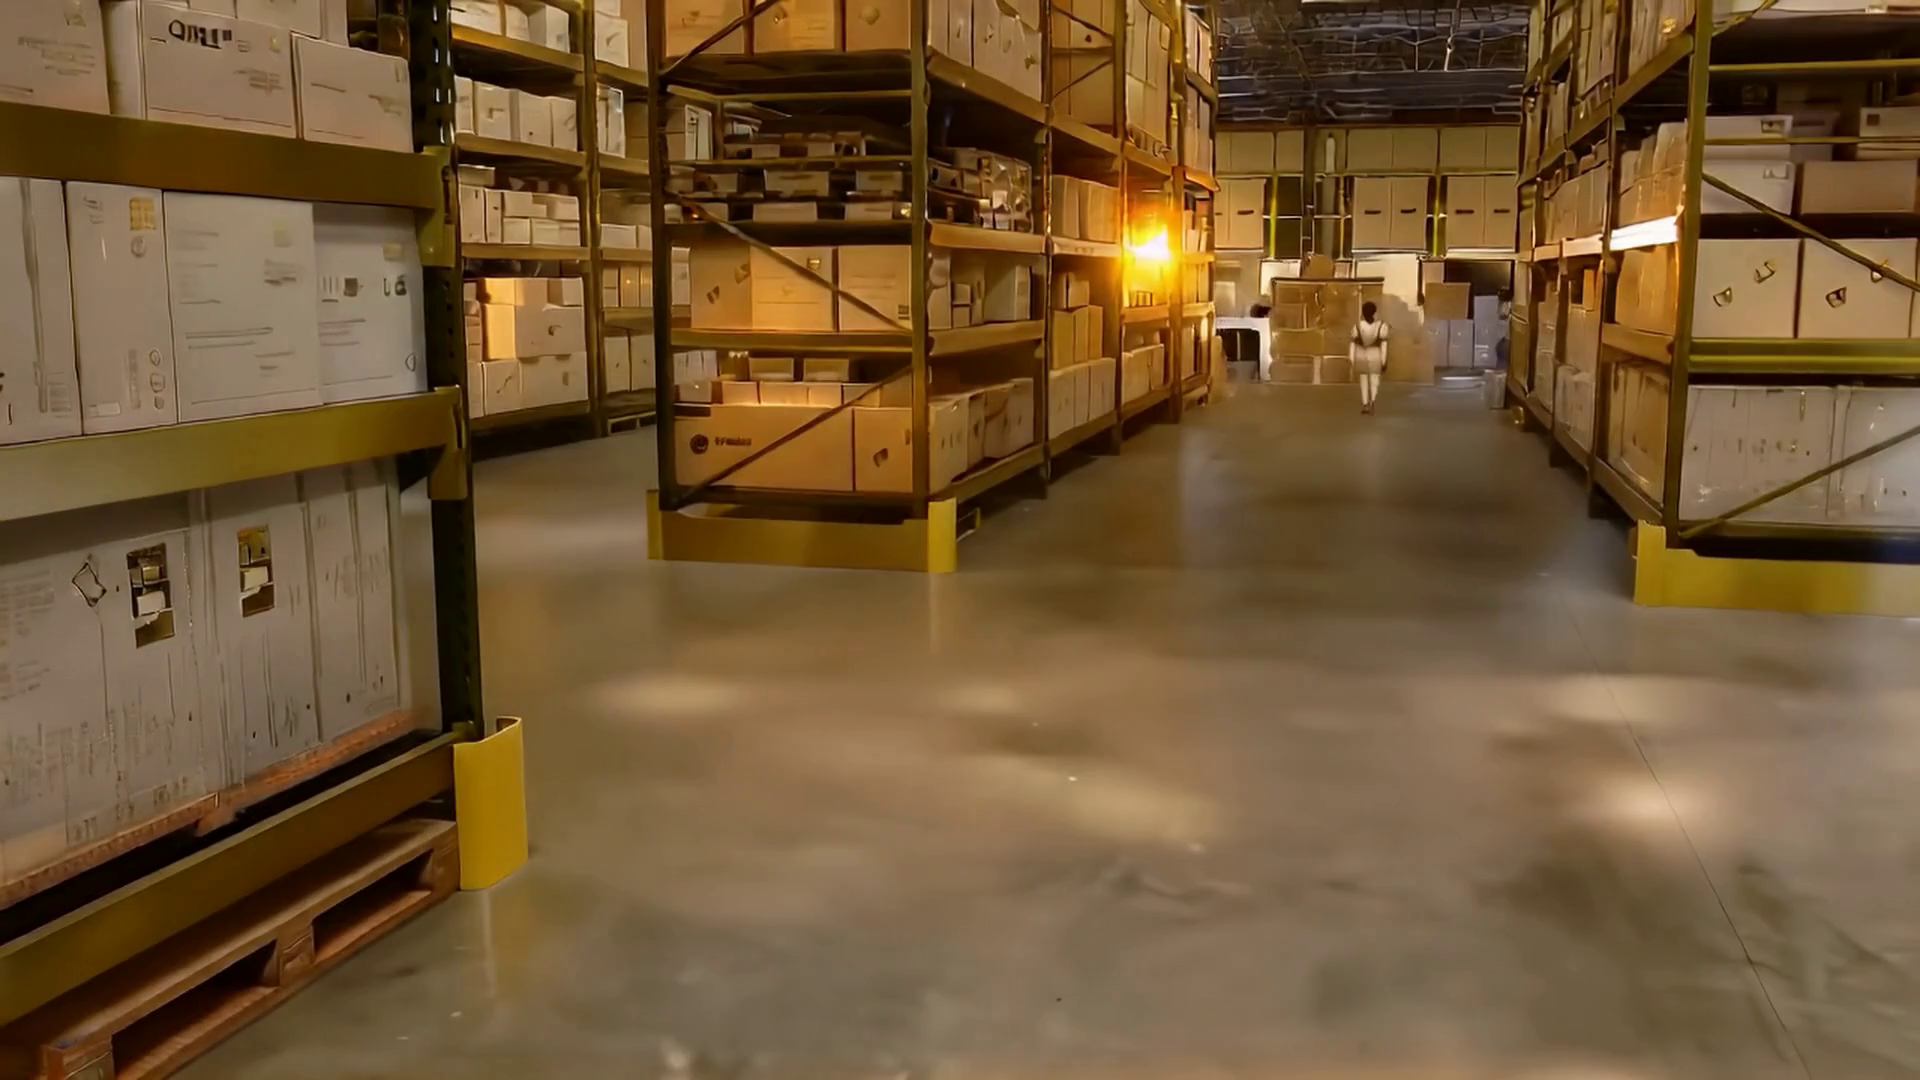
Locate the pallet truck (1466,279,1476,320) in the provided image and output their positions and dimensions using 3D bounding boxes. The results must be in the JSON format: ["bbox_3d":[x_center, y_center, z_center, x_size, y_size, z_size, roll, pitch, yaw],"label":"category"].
[{"bbox_3d":[18.896,-8.459,60.307,1.885,1.965,0.823,5,10,31],"label":"pallet truck"}]

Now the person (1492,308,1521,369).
[{"bbox_3d":[12.010,-4.556,35.894,1.029,1.890,0.561,0,9,2],"label":"person"}]

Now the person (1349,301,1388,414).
[{"bbox_3d":[6.046,-2.697,24.683,0.553,1.672,0.563,5,10,27],"label":"person"}]

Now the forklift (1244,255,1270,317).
[{"bbox_3d":[10.125,-8.475,57.614,1.873,2.768,1.129,4,10,21],"label":"forklift"}]

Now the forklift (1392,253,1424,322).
[{"bbox_3d":[14.534,-7.989,54.531,1.129,2.768,1.873,-9,12,-43],"label":"forklift"}]

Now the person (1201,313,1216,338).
[{"bbox_3d":[4.446,-3.534,30.258,0.523,1.606,0.808,-5,10,-27],"label":"person"}]
